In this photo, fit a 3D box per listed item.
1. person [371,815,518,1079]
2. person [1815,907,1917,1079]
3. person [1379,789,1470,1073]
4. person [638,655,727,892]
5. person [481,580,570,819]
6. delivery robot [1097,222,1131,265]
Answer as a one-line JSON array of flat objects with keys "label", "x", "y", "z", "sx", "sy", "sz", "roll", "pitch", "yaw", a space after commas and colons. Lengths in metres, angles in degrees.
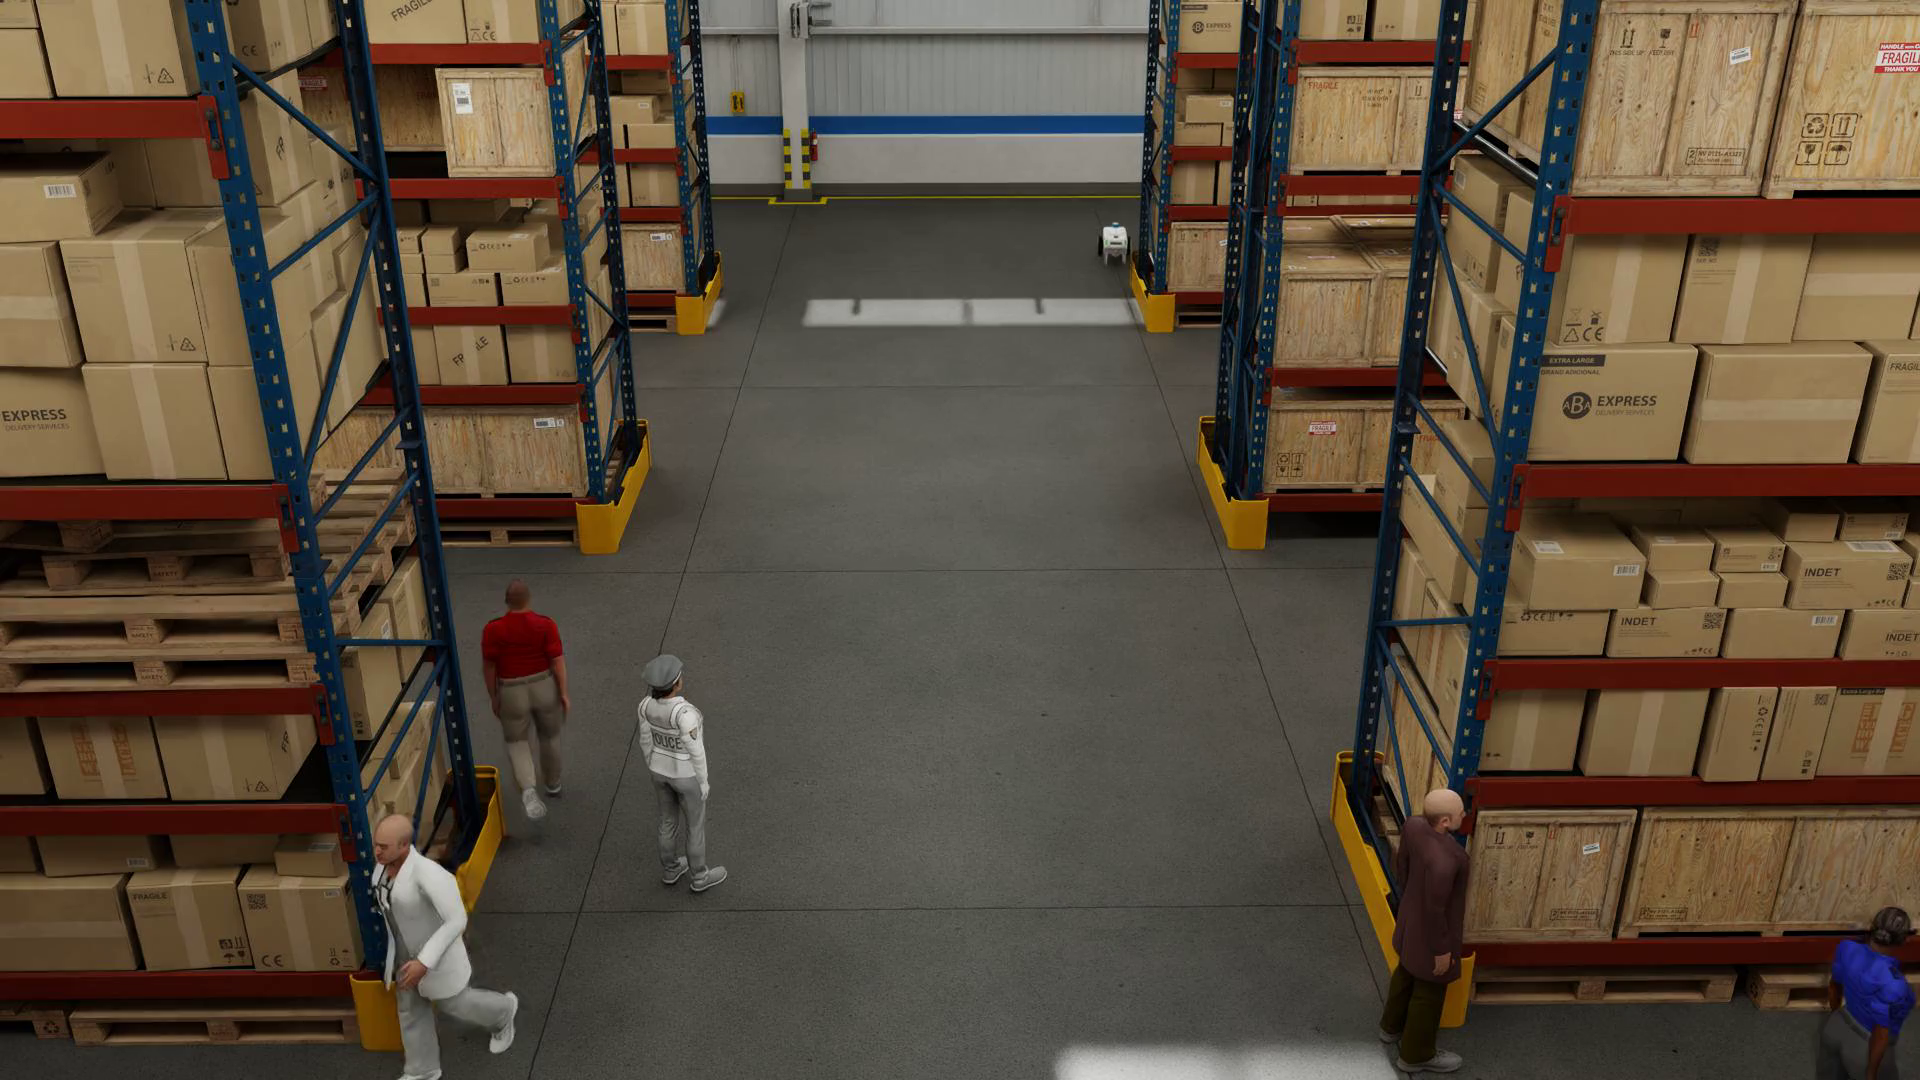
[{"label": "person", "x": -2.890, "y": 2.230, "z": 9.134, "sx": 0.728, "sy": 1.811, "sz": 0.864, "roll": 16, "pitch": 29, "yaw": 30}, {"label": "person", "x": 4.636, "y": 2.571, "z": 8.473, "sx": 0.478, "sy": 1.655, "sz": 0.480, "roll": -5, "pitch": 26, "yaw": -10}, {"label": "person", "x": 2.655, "y": 2.143, "z": 9.270, "sx": 0.394, "sy": 1.781, "sz": 0.571, "roll": -3, "pitch": 25, "yaw": -7}, {"label": "person", "x": -1.822, "y": 1.505, "z": 10.754, "sx": 0.457, "sy": 1.689, "sz": 0.357, "roll": 12, "pitch": 28, "yaw": 24}, {"label": "person", "x": -3.007, "y": 1.101, "z": 11.569, "sx": 0.552, "sy": 1.715, "sz": 0.778, "roll": -8, "pitch": 26, "yaw": -16}, {"label": "delivery robot", "x": 2.234, "y": -4.419, "z": 24.915, "sx": 0.667, "sy": 0.535, "sz": 0.736, "roll": 1, "pitch": 25, "yaw": 3}]
